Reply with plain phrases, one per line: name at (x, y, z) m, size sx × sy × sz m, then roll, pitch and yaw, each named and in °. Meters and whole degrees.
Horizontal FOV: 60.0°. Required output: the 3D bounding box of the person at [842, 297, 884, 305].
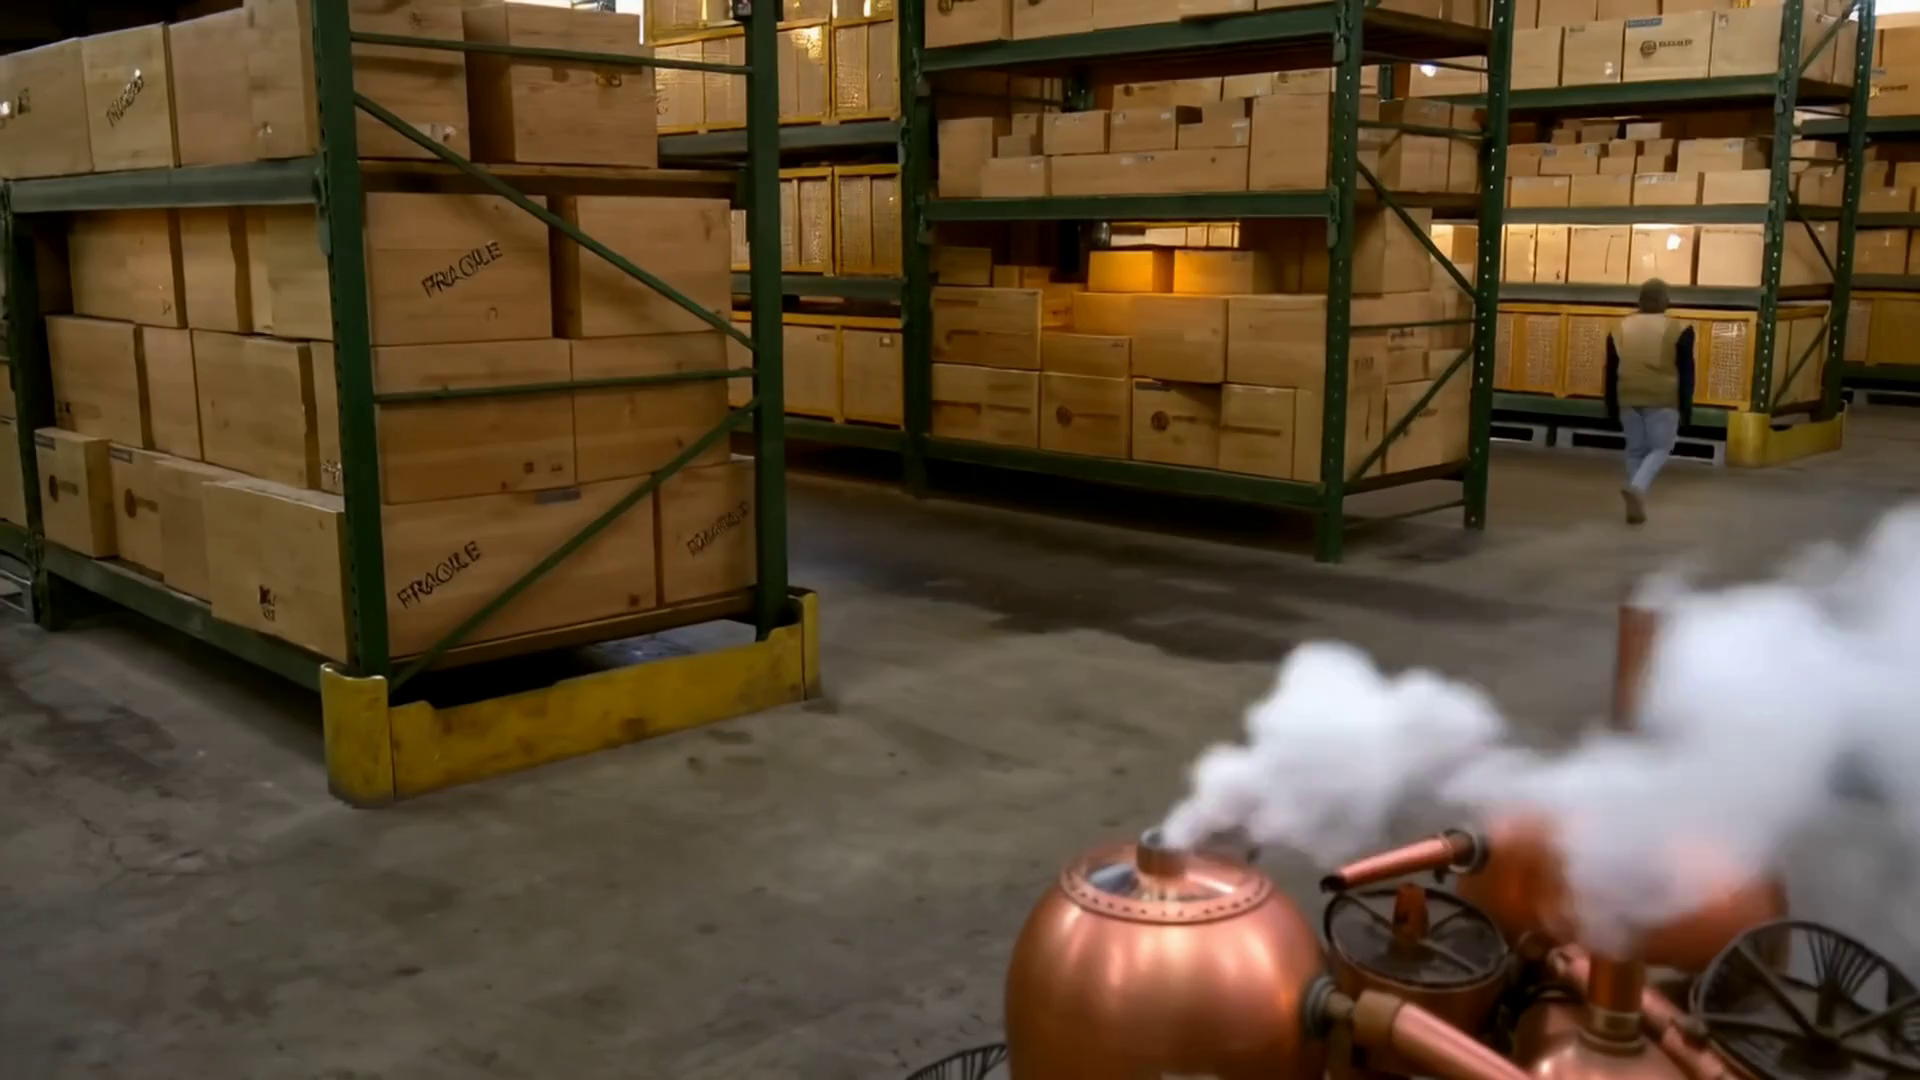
person at (-1.325, -2.837, 21.786) m, size 0.679 × 1.969 × 0.617 m, roll 8°, pitch 13°, yaw 38°

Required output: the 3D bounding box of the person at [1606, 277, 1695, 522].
person at (5.043, -1.012, 12.245) m, size 0.632 × 1.827 × 0.671 m, roll 10°, pitch 14°, yaw 44°
